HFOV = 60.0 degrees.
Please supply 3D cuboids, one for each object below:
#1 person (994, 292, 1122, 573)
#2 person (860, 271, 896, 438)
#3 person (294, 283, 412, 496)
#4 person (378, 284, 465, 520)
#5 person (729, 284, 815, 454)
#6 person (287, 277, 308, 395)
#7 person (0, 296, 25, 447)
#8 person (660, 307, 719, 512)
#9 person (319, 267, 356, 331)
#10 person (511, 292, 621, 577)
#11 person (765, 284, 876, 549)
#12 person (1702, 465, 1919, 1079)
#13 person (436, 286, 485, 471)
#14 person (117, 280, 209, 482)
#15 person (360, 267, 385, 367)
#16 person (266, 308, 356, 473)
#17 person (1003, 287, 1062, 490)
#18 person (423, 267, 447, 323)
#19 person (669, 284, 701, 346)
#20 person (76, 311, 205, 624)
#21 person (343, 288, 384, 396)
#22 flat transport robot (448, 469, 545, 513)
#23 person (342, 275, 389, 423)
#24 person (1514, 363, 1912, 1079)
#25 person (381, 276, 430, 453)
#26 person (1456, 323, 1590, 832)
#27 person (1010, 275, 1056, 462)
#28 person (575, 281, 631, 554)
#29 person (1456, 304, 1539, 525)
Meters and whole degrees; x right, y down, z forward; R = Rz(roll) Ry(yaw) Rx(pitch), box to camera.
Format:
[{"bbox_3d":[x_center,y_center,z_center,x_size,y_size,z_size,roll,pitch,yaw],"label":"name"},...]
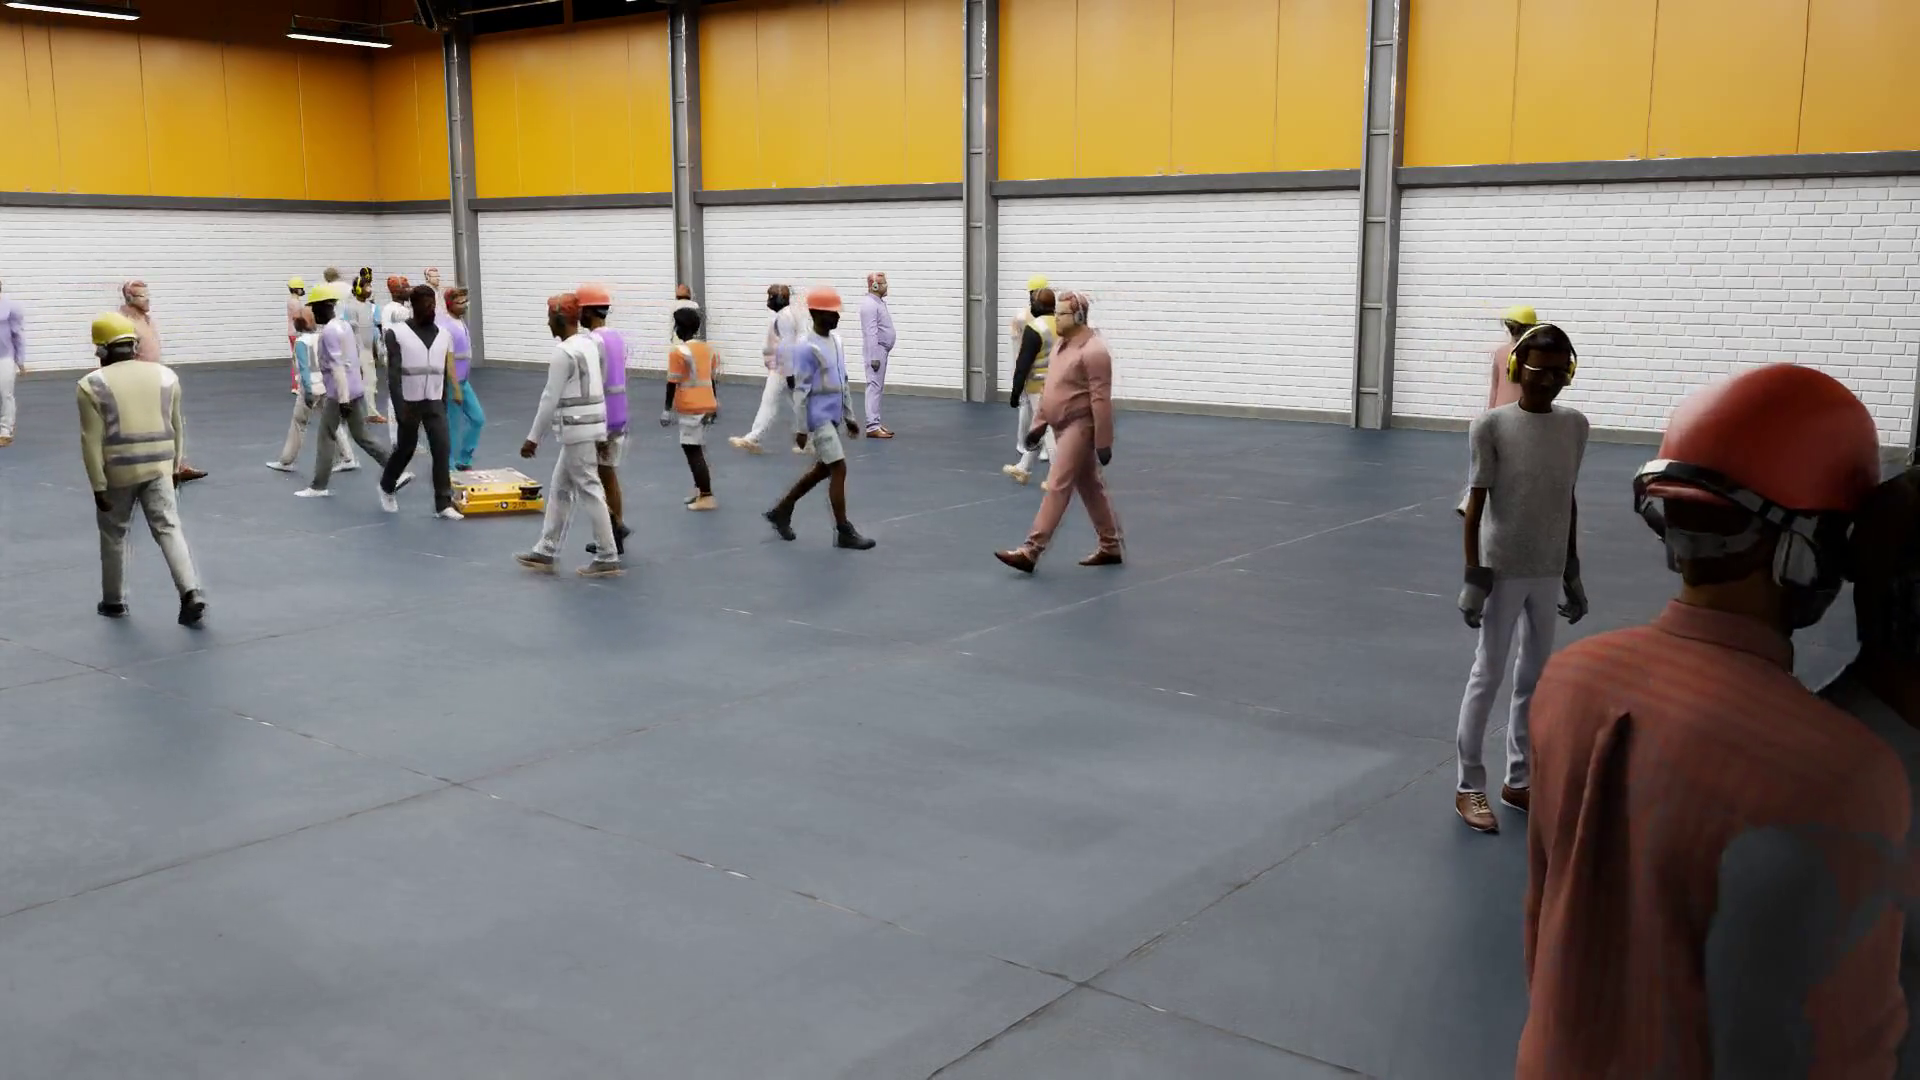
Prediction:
[{"bbox_3d":[0.682,-0.709,11.074,0.997,1.856,0.647,-3,10,-15],"label":"person"},{"bbox_3d":[-0.942,-2.135,19.213,0.409,1.913,0.642,0,10,3],"label":"person"},{"bbox_3d":[-5.318,-1.297,14.482,0.965,1.876,0.634,0,10,-3],"label":"person"},{"bbox_3d":[-4.384,-1.113,13.377,0.899,1.884,0.601,8,12,38],"label":"person"},{"bbox_3d":[-1.938,-1.790,17.533,0.970,1.792,0.653,0,10,0],"label":"person"},{"bbox_3d":[-9.937,-3.058,25.032,0.324,1.762,0.541,-5,11,-29],"label":"person"},{"bbox_3d":[-10.625,-1.989,18.341,0.629,1.925,0.481,-2,10,-13],"label":"person"},{"bbox_3d":[-2.233,-1.068,13.684,0.547,1.678,0.537,4,11,22],"label":"person"},{"bbox_3d":[-9.945,-3.396,26.629,0.659,1.907,0.353,0,10,-2],"label":"person"},{"bbox_3d":[-2.622,-0.671,10.831,0.830,1.856,0.573,1,10,4],"label":"person"},{"bbox_3d":[-1.037,-0.895,12.033,0.894,1.906,0.542,4,10,20],"label":"person"},{"bbox_3d":[1.121,0.827,2.030,0.956,1.898,0.639,8,12,38],"label":"person"},{"bbox_3d":[-4.633,-1.439,15.414,0.565,1.816,0.604,0,10,-3],"label":"person"},{"bbox_3d":[-7.389,-1.426,15.213,0.885,1.867,0.671,0,10,2],"label":"person"},{"bbox_3d":[-11.047,-4.150,31.061,0.532,1.871,0.321,8,12,37],"label":"person"},{"bbox_3d":[-6.271,-1.437,16.058,0.862,1.590,0.536,1,10,6],"label":"person"},{"bbox_3d":[0.661,-1.356,14.977,0.899,1.803,0.660,8,12,37],"label":"person"},{"bbox_3d":[-8.152,-3.263,25.793,0.400,1.907,0.644,2,10,14],"label":"person"},{"bbox_3d":[-4.412,-3.279,26.681,0.507,1.630,0.268,1,10,4],"label":"person"},{"bbox_3d":[-4.680,-0.405,9.488,0.889,1.798,0.595,9,13,41],"label":"person"},{"bbox_3d":[-8.876,-2.968,24.777,0.619,1.646,0.800,-3,10,-19],"label":"person"},{"bbox_3d":[-3.999,-0.433,14.069,0.652,0.197,1.431,-5,11,-26],"label":"flat transport robot"},{"bbox_3d":[-7.522,-2.385,20.845,0.679,1.854,0.535,1,10,4],"label":"person"},{"bbox_3d":[0.933,0.771,2.113,0.429,1.981,0.618,-2,10,-13],"label":"person"},{"bbox_3d":[-5.928,-1.857,17.675,0.356,1.883,0.574,-9,13,-41],"label":"person"},{"bbox_3d":[2.080,0.139,6.113,0.523,1.863,0.326,-3,10,-18],"label":"person"},{"bbox_3d":[0.801,-1.778,17.197,0.598,1.889,0.911,0,10,-3],"label":"person"},{"bbox_3d":[-2.529,-0.835,11.619,0.403,1.919,0.561,4,10,20],"label":"person"},{"bbox_3d":[4.284,-0.978,13.010,0.881,1.727,0.530,-2,10,-11],"label":"person"}]
